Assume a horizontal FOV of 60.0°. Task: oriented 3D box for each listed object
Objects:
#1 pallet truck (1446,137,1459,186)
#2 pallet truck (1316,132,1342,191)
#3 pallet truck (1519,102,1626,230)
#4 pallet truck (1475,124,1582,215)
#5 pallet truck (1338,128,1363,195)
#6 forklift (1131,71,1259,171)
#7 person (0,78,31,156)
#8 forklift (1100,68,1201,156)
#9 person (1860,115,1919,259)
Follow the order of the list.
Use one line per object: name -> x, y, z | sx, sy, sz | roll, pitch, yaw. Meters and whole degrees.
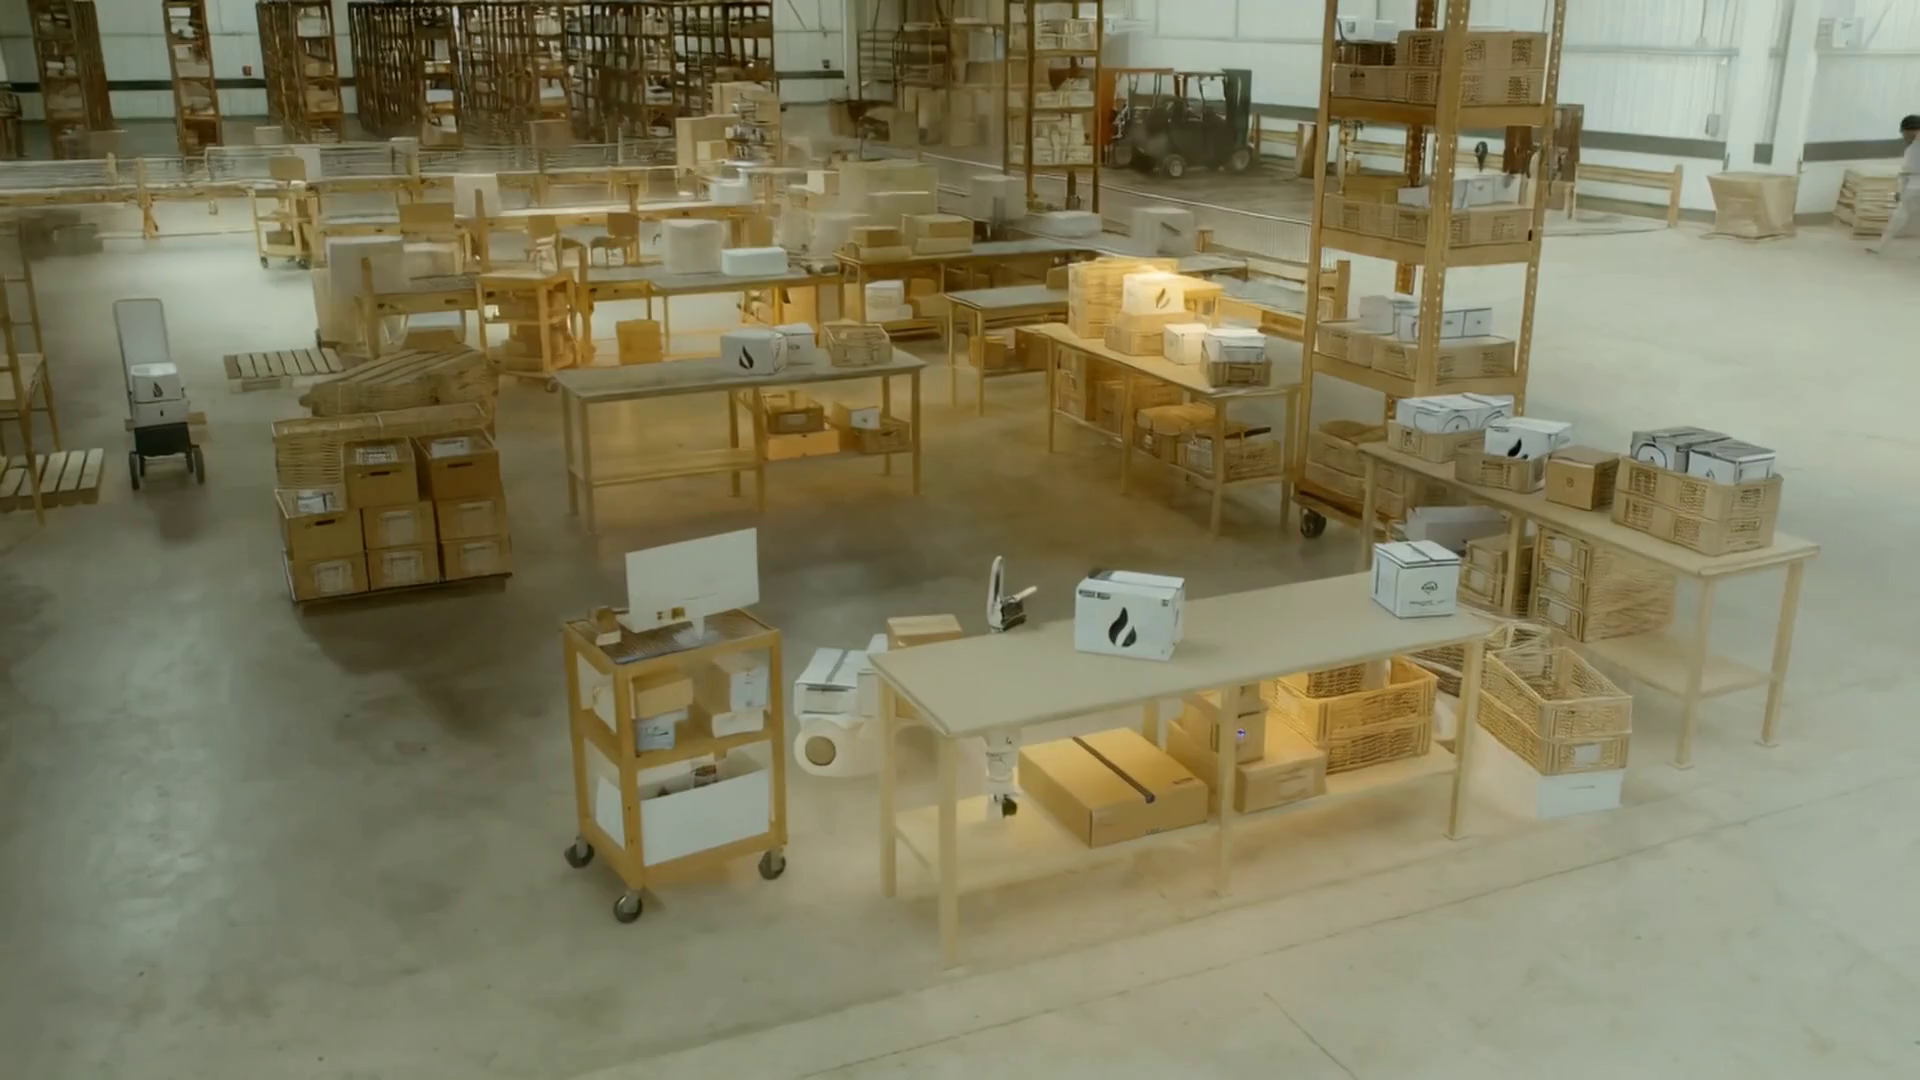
pallet truck -> 9.184, -6.485, 29.328 | 1.630, 1.274, 0.653 | -8, 19, -23
pallet truck -> 7.723, -7.504, 32.656 | 1.601, 1.201, 0.680 | -8, 19, -23
pallet truck -> 9.972, -6.037, 26.785 | 1.885, 1.965, 0.823 | -9, 20, -25
pallet truck -> 9.707, -6.455, 28.103 | 1.885, 1.965, 0.823 | -7, 19, -20
pallet truck -> 7.845, -7.140, 31.411 | 1.522, 1.261, 0.704 | -9, 20, -25
forklift -> 4.998, -8.936, 35.413 | 2.680, 1.987, 1.157 | -9, 20, -25
person -> -22.981, -10.253, 40.332 | 0.589, 1.833, 0.404 | -2, 18, -5
forklift -> 4.082, -9.564, 37.410 | 2.680, 1.987, 1.157 | -8, 19, -23
person -> 13.391, -4.948, 23.388 | 0.988, 1.990, 0.618 | 12, 21, 32
